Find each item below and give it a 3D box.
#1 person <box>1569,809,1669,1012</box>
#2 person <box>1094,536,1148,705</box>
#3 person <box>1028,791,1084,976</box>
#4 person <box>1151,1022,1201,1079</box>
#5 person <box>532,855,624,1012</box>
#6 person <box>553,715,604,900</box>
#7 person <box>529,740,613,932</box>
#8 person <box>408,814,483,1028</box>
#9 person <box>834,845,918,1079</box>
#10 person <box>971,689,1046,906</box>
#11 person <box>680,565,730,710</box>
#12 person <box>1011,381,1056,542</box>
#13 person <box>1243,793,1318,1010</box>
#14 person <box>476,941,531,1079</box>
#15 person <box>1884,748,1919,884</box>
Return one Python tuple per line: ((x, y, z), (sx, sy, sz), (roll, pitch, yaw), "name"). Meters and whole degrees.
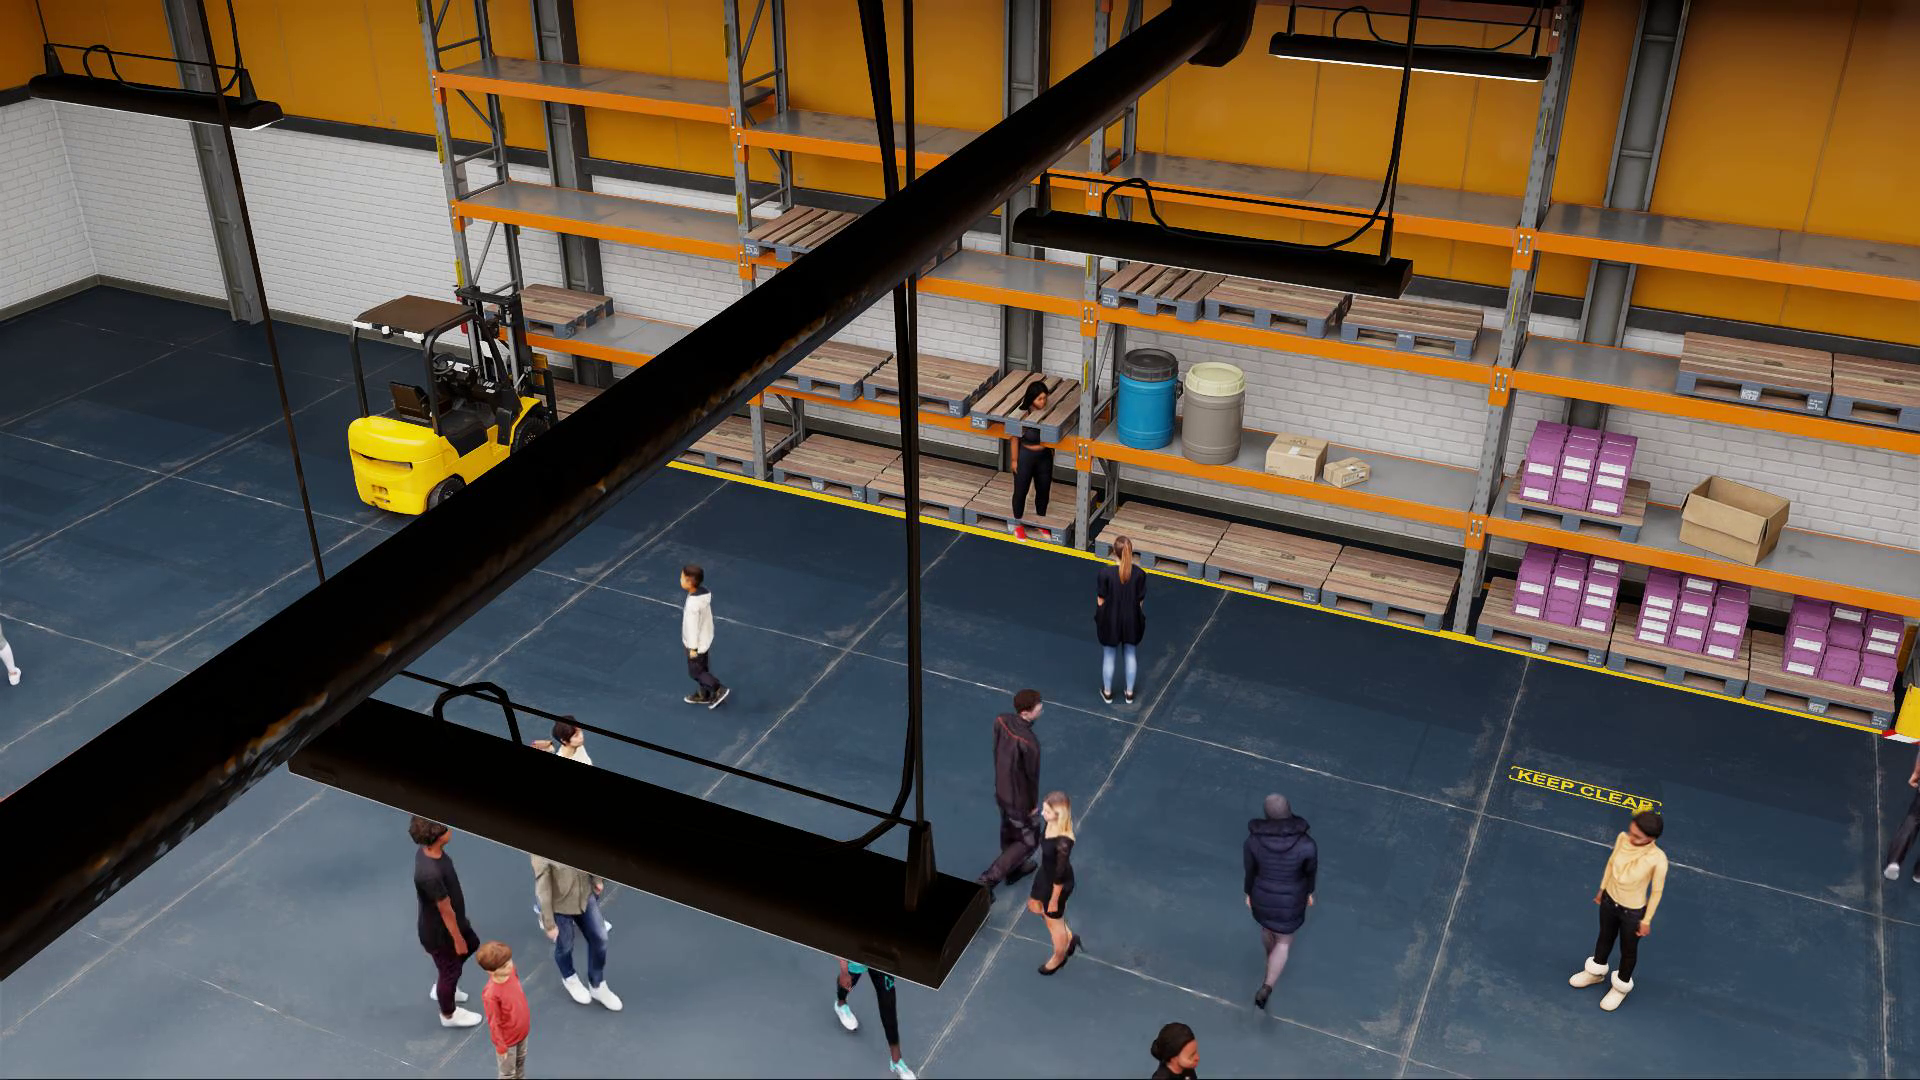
((4.676, 2.547, 11.657), (0.750, 1.657, 0.664), (-15, 32, -25), "person")
((1.447, 0.726, 14.967), (0.639, 1.684, 0.769), (0, 29, 0), "person")
((0.763, 2.447, 11.834), (0.773, 1.661, 0.716), (-3, 29, -6), "person")
((1.172, 3.502, 9.911), (1.012, 1.652, 0.693), (17, 33, 29), "person")
((-2.782, 2.474, 11.599), (0.865, 1.840, 0.834), (21, 35, 34), "person")
((-2.914, 2.019, 12.696), (0.585, 1.587, 0.648), (3, 29, 5), "person")
((-3.092, 2.195, 12.248), (0.935, 1.709, 0.819), (0, 29, 0), "person")
((-3.636, 2.612, 11.422), (0.809, 1.767, 0.770), (-4, 29, -8), "person")
((-0.699, 2.738, 11.201), (1.039, 1.757, 1.275), (-18, 33, -30), "person")
((0.372, 1.947, 12.512), (1.046, 1.890, 1.065), (-20, 35, -32), "person")
((-2.283, 0.886, 14.926), (0.778, 1.441, 0.721), (-1, 29, -1), "person")
((0.775, -0.875, 17.764), (0.769, 1.815, 0.827), (-10, 30, -18), "person")
((2.220, 2.548, 11.668), (0.966, 1.643, 0.767), (11, 31, 19), "person")
((-2.929, 3.164, 10.776), (0.550, 1.416, 0.562), (6, 29, 11), "person")
((7.483, 1.920, 12.628), (0.913, 1.827, 0.905), (24, 37, 36), "person")
